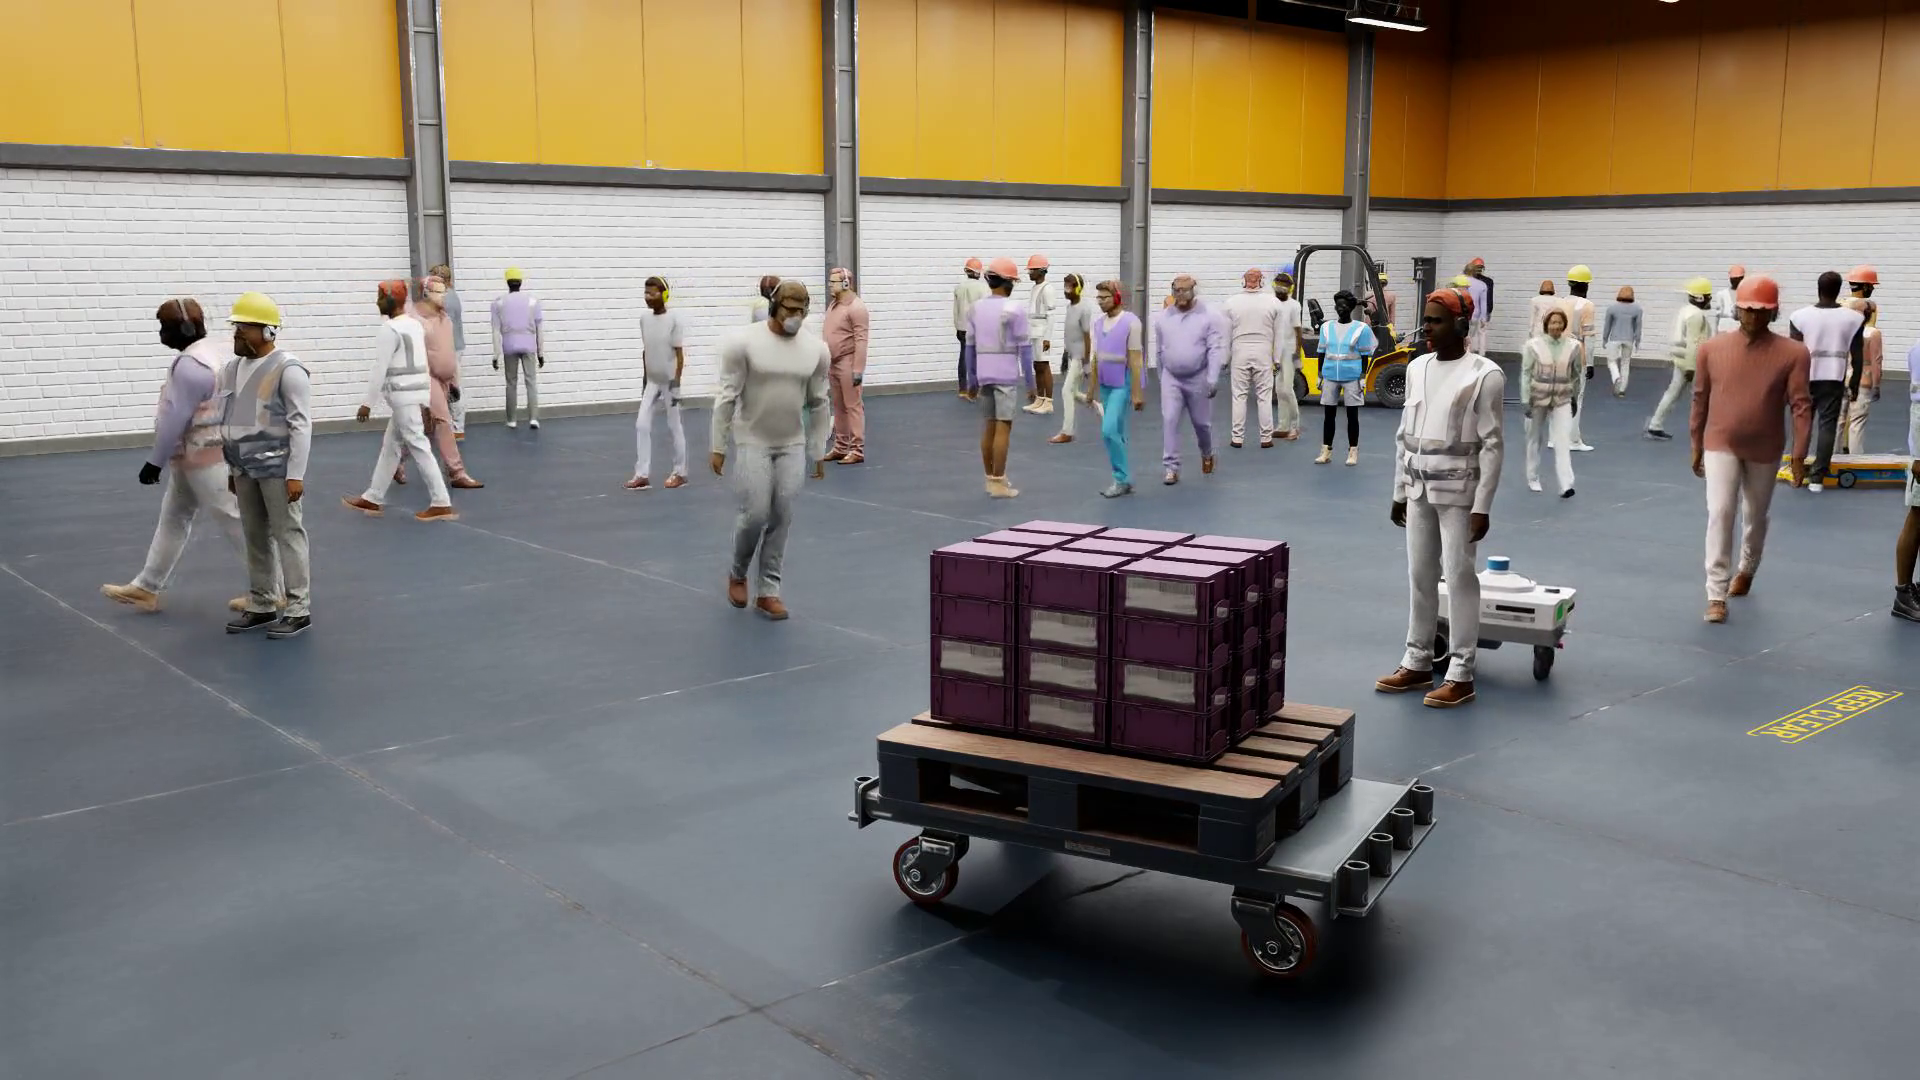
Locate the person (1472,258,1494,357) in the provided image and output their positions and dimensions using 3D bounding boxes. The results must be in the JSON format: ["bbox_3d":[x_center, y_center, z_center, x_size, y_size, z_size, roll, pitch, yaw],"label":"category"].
[{"bbox_3d":[9.681,-4.287,31.201,0.617,1.990,0.402,0,10,-3],"label":"person"}]

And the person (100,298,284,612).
[{"bbox_3d":[-4.328,-0.451,9.329,0.970,1.786,0.621,-4,10,-21],"label":"person"}]

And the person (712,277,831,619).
[{"bbox_3d":[-1.037,-0.503,9.275,0.672,1.907,0.524,-6,11,-31],"label":"person"}]

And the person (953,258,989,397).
[{"bbox_3d":[0.188,-3.045,23.902,0.622,1.994,0.381,7,12,36],"label":"person"}]

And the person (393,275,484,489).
[{"bbox_3d":[-4.681,-1.380,14.546,0.994,1.865,0.644,2,10,11],"label":"person"}]

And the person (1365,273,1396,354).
[{"bbox_3d":[6.727,-3.412,26.721,0.533,1.767,0.325,-2,10,-14],"label":"person"}]

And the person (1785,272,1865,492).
[{"bbox_3d":[7.522,-1.388,14.523,0.617,1.873,0.972,4,10,22],"label":"person"}]

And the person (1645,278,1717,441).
[{"bbox_3d":[7.966,-1.945,18.087,0.915,1.788,0.607,2,10,9],"label":"person"}]

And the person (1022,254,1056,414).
[{"bbox_3d":[1.003,-2.636,21.364,0.390,2.041,0.614,-3,10,-18],"label":"person"}]

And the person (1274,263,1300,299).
[{"bbox_3d":[4.784,-3.023,23.977,0.652,1.920,0.626,-1,10,-6],"label":"person"}]

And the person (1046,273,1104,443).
[{"bbox_3d":[1.324,-1.970,18.057,0.754,1.843,0.517,-2,10,-14],"label":"person"}]

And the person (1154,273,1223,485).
[{"bbox_3d":[2.054,-1.460,14.958,0.633,1.881,0.822,3,10,18],"label":"person"}]

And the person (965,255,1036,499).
[{"bbox_3d":[0.347,-1.363,13.963,0.619,2.041,0.423,9,13,41],"label":"person"}]

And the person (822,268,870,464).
[{"bbox_3d":[-1.149,-1.694,16.247,0.402,1.911,0.639,-6,11,-32],"label":"person"}]

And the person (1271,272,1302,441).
[{"bbox_3d":[3.554,-2.016,18.322,0.402,1.851,0.625,-4,10,-20],"label":"person"}]

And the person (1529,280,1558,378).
[{"bbox_3d":[9.659,-3.470,27.476,0.495,1.624,0.278,3,10,15],"label":"person"}]

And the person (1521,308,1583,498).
[{"bbox_3d":[4.980,-1.156,14.021,0.516,1.582,0.898,1,10,8],"label":"person"}]

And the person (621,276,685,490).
[{"bbox_3d":[-2.637,-1.328,14.286,0.564,1.841,0.797,6,11,30],"label":"person"}]

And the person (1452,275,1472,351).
[{"bbox_3d":[7.259,-3.008,24.387,0.643,1.750,0.535,-1,10,-9],"label":"person"}]

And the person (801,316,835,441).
[{"bbox_3d":[-1.620,-1.834,17.565,0.643,1.733,0.544,-3,10,-19],"label":"person"}]

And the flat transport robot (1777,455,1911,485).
[{"bbox_3d":[8.040,-0.628,14.793,1.431,0.197,0.652,0,10,-1],"label":"flat transport robot"}]

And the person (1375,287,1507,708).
[{"bbox_3d":[2.177,-0.192,7.527,0.349,1.882,0.584,-5,11,-29],"label":"person"}]

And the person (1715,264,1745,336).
[{"bbox_3d":[11.452,-3.119,24.588,0.548,1.915,0.831,6,12,33],"label":"person"}]

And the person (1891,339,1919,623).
[{"bbox_3d":[5.469,-0.509,9.216,0.543,1.939,0.361,-6,11,-31],"label":"person"}]

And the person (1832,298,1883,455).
[{"bbox_3d":[8.285,-1.417,15.412,0.310,1.637,0.522,-4,10,-22],"label":"person"}]

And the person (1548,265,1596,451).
[{"bbox_3d":[6.376,-1.885,17.309,0.366,1.926,0.592,-5,11,-25],"label":"person"}]

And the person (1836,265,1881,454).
[{"bbox_3d":[8.708,-1.702,16.208,0.375,1.935,0.551,-3,10,-14],"label":"person"}]

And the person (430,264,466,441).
[{"bbox_3d":[-5.605,-2.041,18.190,0.379,1.940,0.629,-2,10,-12],"label":"person"}]

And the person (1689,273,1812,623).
[{"bbox_3d":[4.494,-0.548,9.483,0.629,1.941,1.052,5,11,25],"label":"person"}]

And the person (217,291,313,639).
[{"bbox_3d":[-3.707,-0.396,8.853,0.592,1.837,0.404,5,11,29],"label":"person"}]

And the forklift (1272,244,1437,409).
[{"bbox_3d":[5.256,-2.933,22.661,2.313,2.155,1.214,3,10,16],"label":"forklift"}]

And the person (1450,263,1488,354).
[{"bbox_3d":[8.900,-3.906,29.261,0.633,1.884,0.991,0,10,2],"label":"person"}]

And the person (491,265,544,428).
[{"bbox_3d":[-5.205,-2.266,19.600,0.591,1.939,0.401,-3,10,-16],"label":"person"}]

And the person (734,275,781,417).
[{"bbox_3d":[-2.183,-2.035,18.520,0.543,1.825,0.642,-1,10,-4],"label":"person"}]

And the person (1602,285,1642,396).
[{"bbox_3d":[9.507,-2.852,23.879,0.521,1.617,0.528,2,10,12],"label":"person"}]

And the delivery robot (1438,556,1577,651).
[{"bbox_3d":[2.617,0.324,8.110,0.707,0.478,0.477,6,11,30],"label":"delivery robot"}]

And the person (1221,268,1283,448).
[{"bbox_3d":[3.081,-1.915,17.564,0.643,1.903,0.400,2,10,10],"label":"person"}]

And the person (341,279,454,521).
[{"bbox_3d":[-4.337,-1.053,12.690,0.973,1.837,0.594,0,10,1],"label":"person"}]

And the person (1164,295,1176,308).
[{"bbox_3d":[3.522,-3.390,26.815,0.530,1.689,0.322,5,11,27],"label":"person"}]

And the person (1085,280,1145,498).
[{"bbox_3d":[1.264,-1.260,13.947,0.556,1.819,0.570,-5,11,-29],"label":"person"}]

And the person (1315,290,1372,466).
[{"bbox_3d":[3.701,-1.565,16.110,0.535,1.697,0.318,6,11,30],"label":"person"}]
